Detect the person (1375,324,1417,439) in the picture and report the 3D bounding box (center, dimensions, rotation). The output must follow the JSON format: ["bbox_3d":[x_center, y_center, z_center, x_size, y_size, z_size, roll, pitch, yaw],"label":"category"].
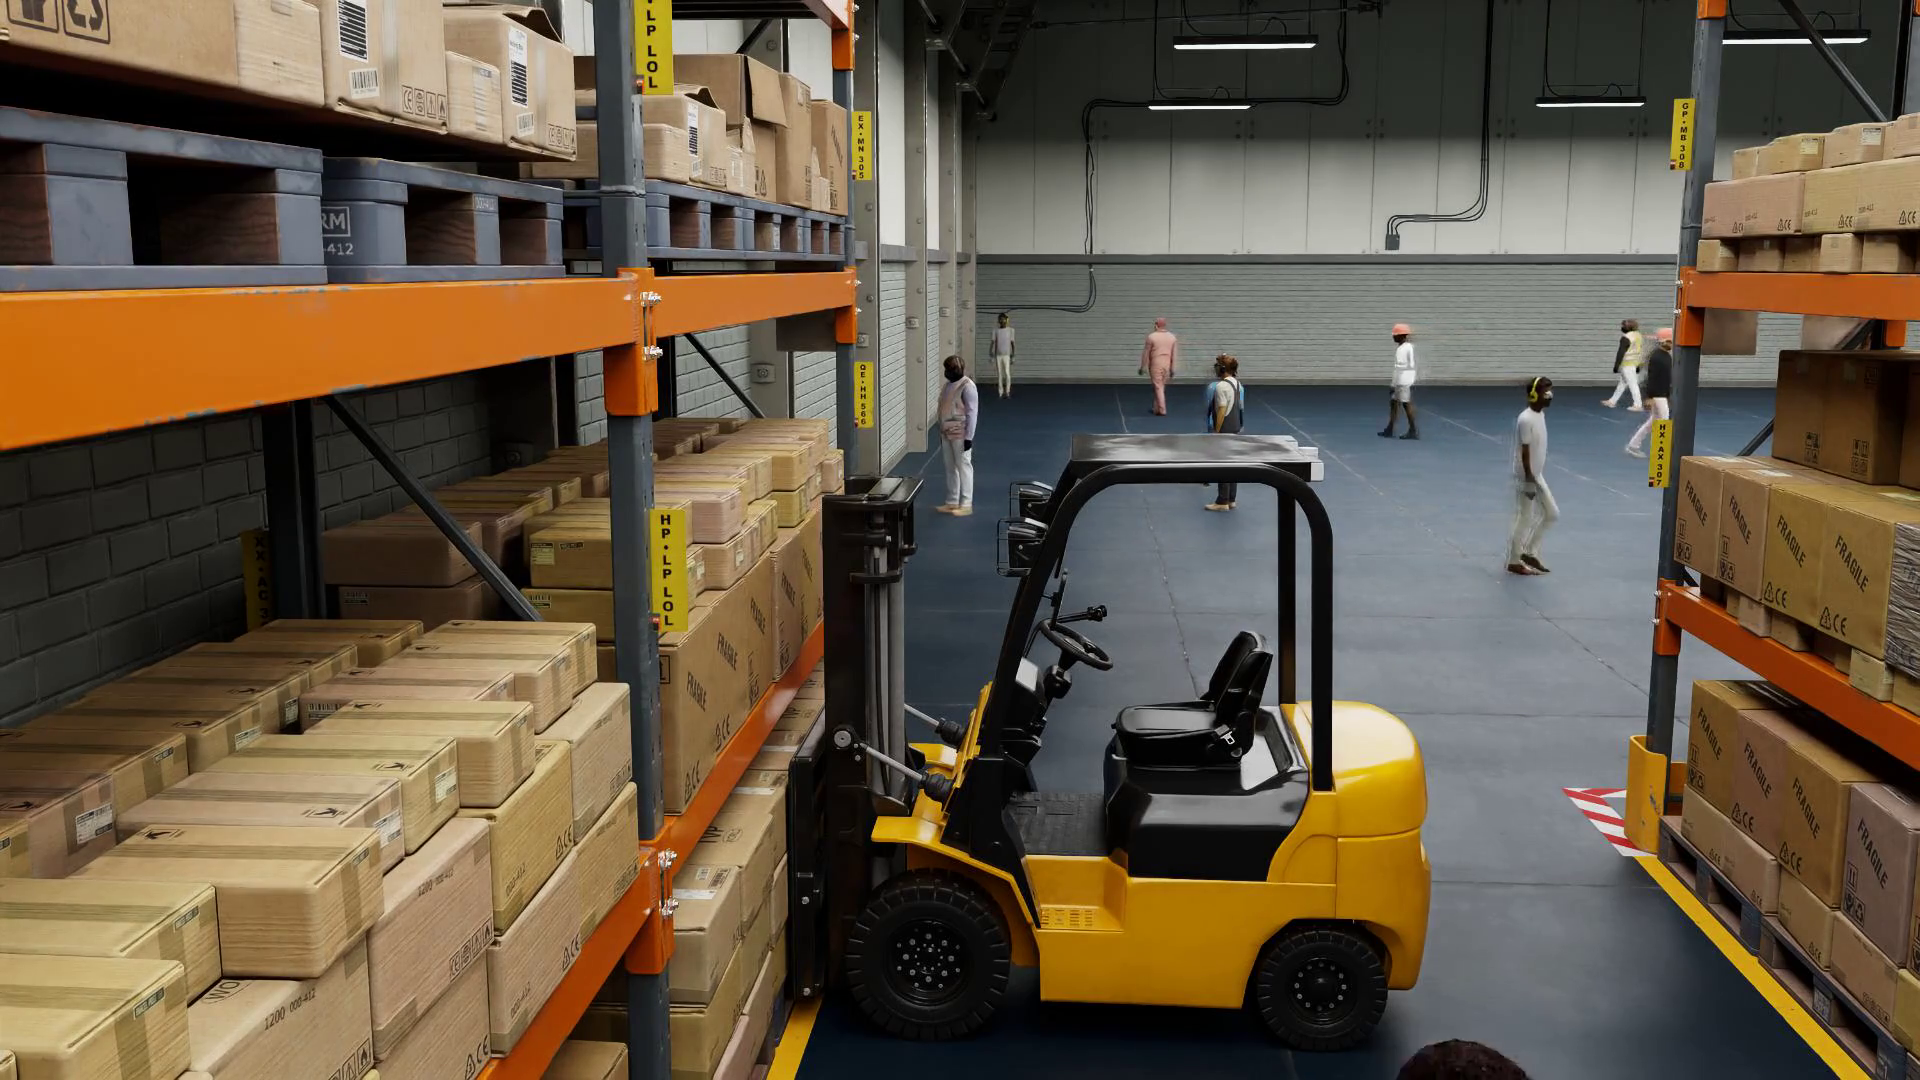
[{"bbox_3d":[7.218,-2.615,27.498,0.851,1.899,0.567,4,10,25],"label":"person"}]

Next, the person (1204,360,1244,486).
[{"bbox_3d":[3.334,-1.447,21.064,0.555,1.682,0.438,9,13,42],"label":"person"}]

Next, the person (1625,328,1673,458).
[{"bbox_3d":[10.275,-2.141,24.542,0.911,1.972,0.622,8,12,39],"label":"person"}]

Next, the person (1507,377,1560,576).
[{"bbox_3d":[5.315,-0.578,15.315,0.507,1.850,0.558,7,12,37],"label":"person"}]

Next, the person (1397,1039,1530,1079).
[{"bbox_3d":[0.664,1.582,2.192,0.600,1.884,0.997,0,9,2],"label":"person"}]

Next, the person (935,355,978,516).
[{"bbox_3d":[-0.052,-1.198,19.111,0.429,1.839,0.634,-6,11,-31],"label":"person"}]

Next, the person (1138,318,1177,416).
[{"bbox_3d":[3.776,-3.318,31.893,0.677,1.896,0.653,-5,11,-28],"label":"person"}]

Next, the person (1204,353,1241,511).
[{"bbox_3d":[3.084,-1.255,19.437,0.345,1.846,0.508,6,11,31],"label":"person"}]

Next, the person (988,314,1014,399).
[{"bbox_3d":[0.883,-3.929,35.696,0.541,1.834,0.874,1,9,8],"label":"person"}]

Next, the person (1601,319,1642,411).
[{"bbox_3d":[13.192,-3.475,33.045,0.946,1.790,0.650,9,13,43],"label":"person"}]
